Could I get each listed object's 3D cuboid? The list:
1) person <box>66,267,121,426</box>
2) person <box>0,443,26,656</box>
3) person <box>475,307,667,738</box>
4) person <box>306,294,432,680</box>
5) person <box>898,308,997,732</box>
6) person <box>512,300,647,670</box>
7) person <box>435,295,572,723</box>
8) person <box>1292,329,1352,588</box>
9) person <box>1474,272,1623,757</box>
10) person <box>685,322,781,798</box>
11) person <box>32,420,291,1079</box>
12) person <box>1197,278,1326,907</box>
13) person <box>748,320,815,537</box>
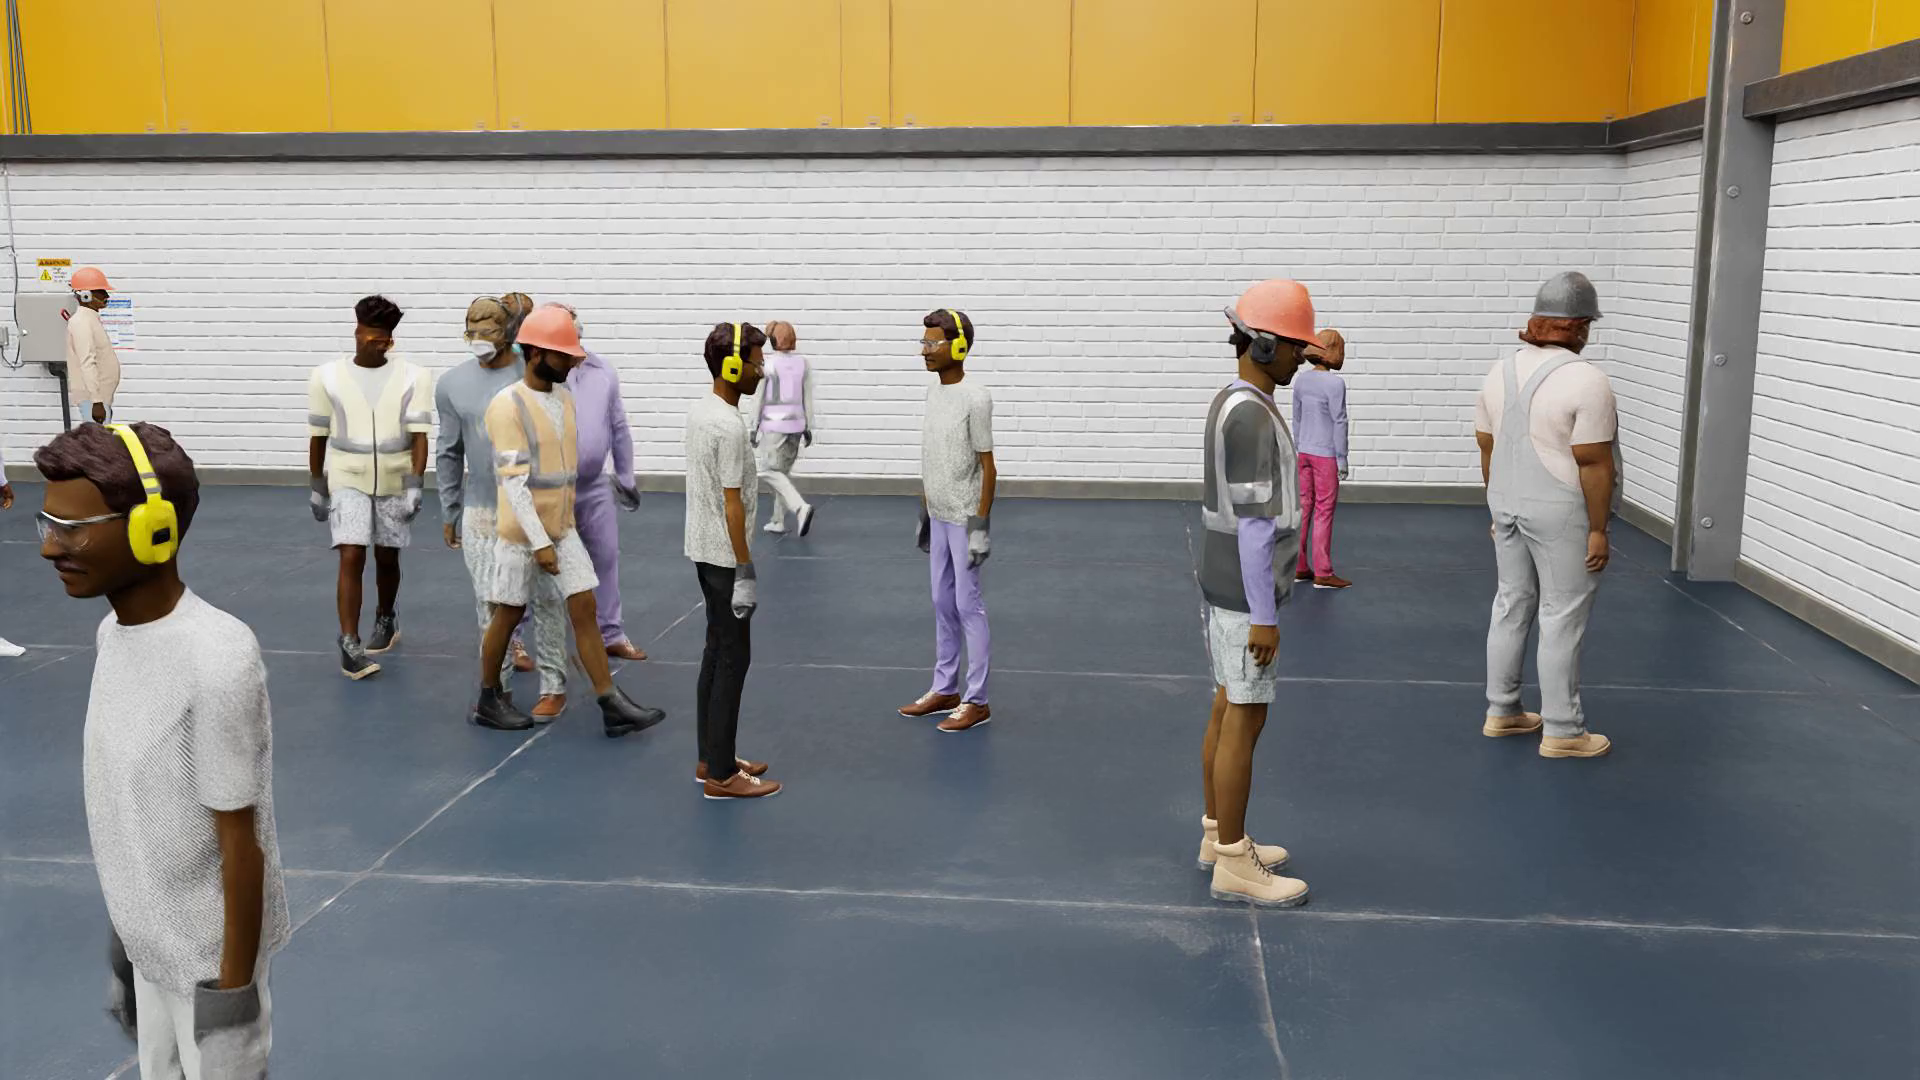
[{"bbox_3d":[-6.629,-1.091,12.787,0.378,1.995,0.612,-4,11,-24],"label":"person"},{"bbox_3d":[-5.146,-0.305,8.512,0.378,1.915,0.598,3,10,17],"label":"person"},{"bbox_3d":[-1.776,-0.058,7.199,0.946,1.883,0.548,5,11,26],"label":"person"},{"bbox_3d":[-2.999,-0.294,8.509,0.606,1.912,0.881,-4,11,-24],"label":"person"},{"bbox_3d":[-0.036,-0.085,7.387,0.336,1.873,0.521,-6,12,-31],"label":"person"},{"bbox_3d":[-2.004,-0.281,8.511,0.525,1.884,0.755,8,13,39],"label":"person"},{"bbox_3d":[-2.048,-0.135,7.518,0.639,1.928,0.374,1,10,6],"label":"person"},{"bbox_3d":[2.288,-0.516,10.532,0.283,1.633,0.498,-4,11,-24],"label":"person"},{"bbox_3d":[2.544,-0.115,7.070,0.538,2.000,0.689,-4,11,-23],"label":"person"},{"bbox_3d":[-0.887,0.087,6.462,0.346,1.856,0.527,-4,11,-23],"label":"person"},{"bbox_3d":[-1.300,0.726,2.779,0.506,1.864,0.332,9,14,43],"label":"person"},{"bbox_3d":[0.979,0.168,5.471,0.384,2.035,0.605,0,10,2],"label":"person"},{"bbox_3d":[-1.286,-0.814,12.273,0.524,1.613,0.677,-9,14,-43],"label":"person"}]
